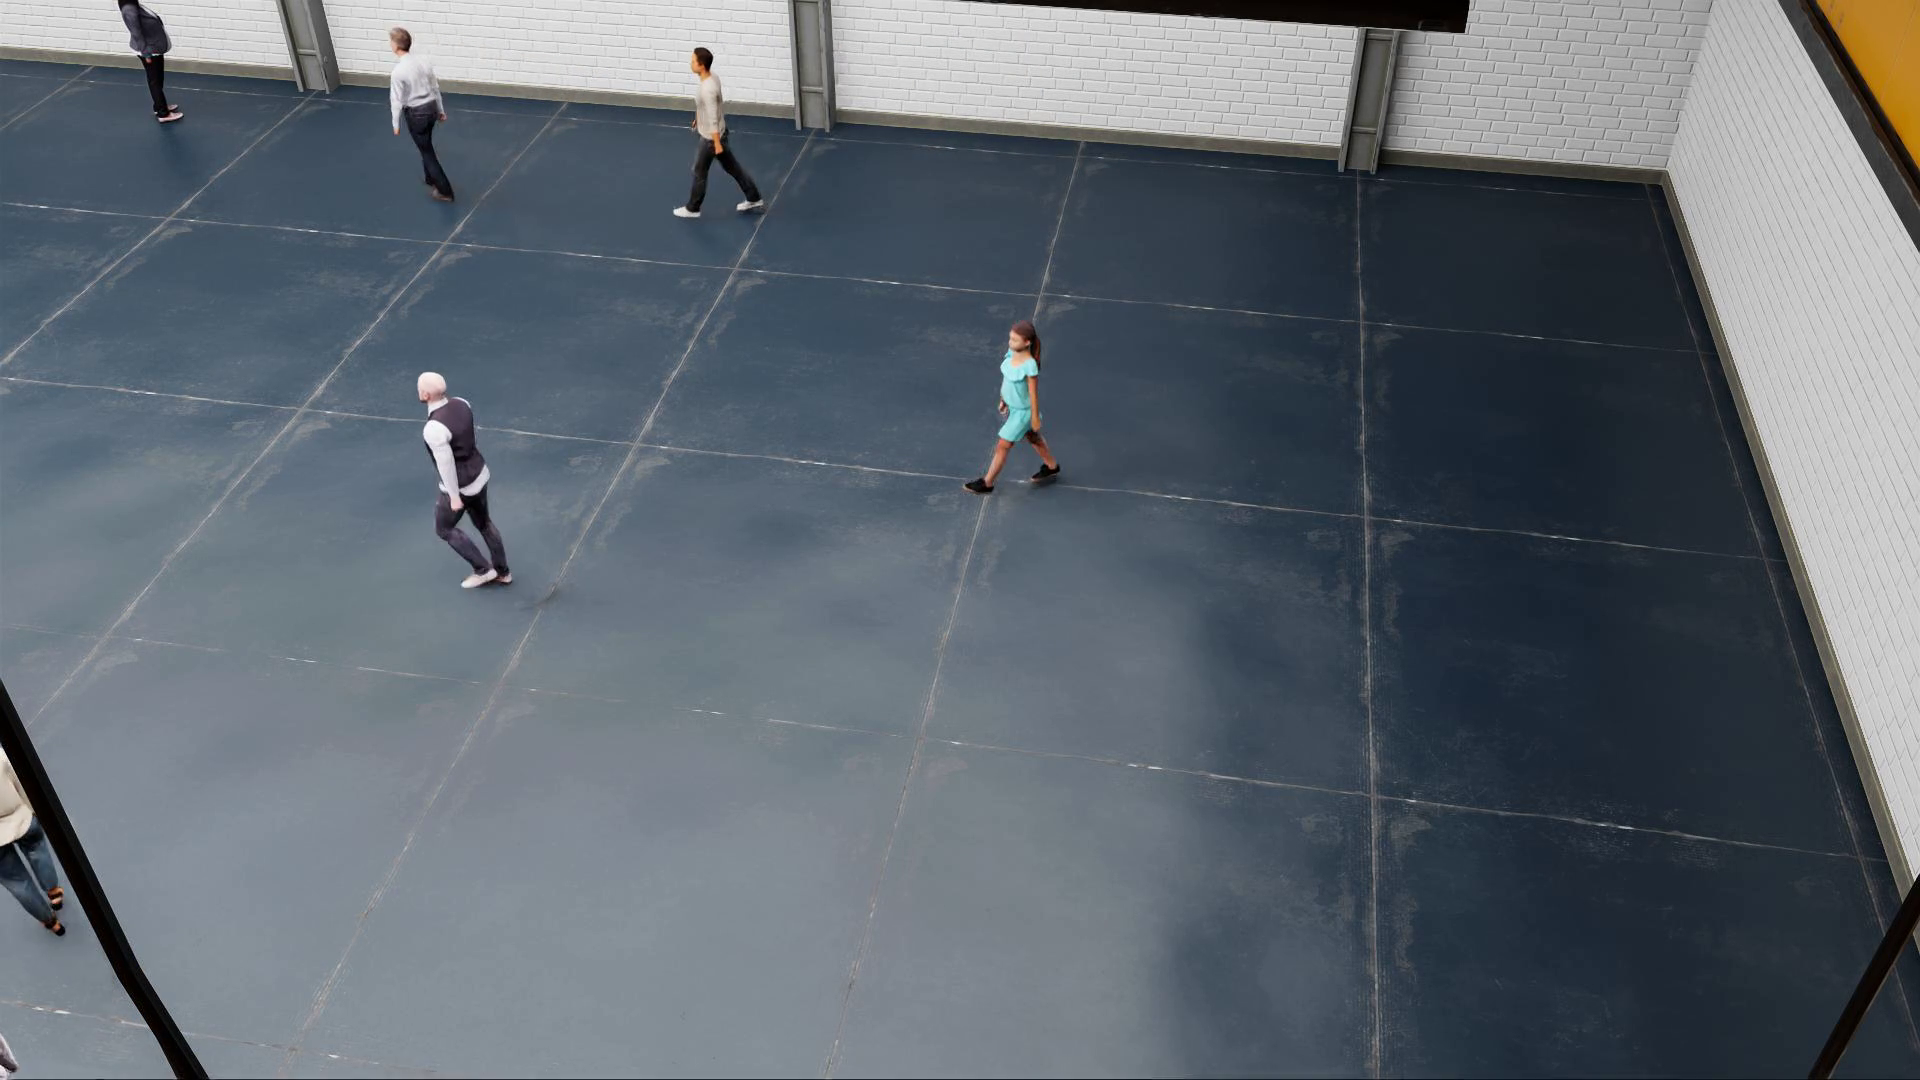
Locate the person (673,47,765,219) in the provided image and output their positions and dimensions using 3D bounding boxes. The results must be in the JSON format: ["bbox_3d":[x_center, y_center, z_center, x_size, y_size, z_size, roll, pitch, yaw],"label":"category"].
[{"bbox_3d":[-2.354,-4.028,16.523,1.207,1.767,0.836,-2,39,-2],"label":"person"}]

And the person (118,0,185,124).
[{"bbox_3d":[-9.016,-5.445,18.435,0.842,1.595,0.794,-19,42,-22],"label":"person"}]

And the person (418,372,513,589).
[{"bbox_3d":[-3.499,-0.377,11.929,0.644,1.795,0.697,7,39,8],"label":"person"}]

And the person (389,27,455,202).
[{"bbox_3d":[-5.381,-4.264,16.791,0.905,1.802,0.833,20,43,23],"label":"person"}]

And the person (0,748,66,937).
[{"bbox_3d":[-5.406,1.689,9.440,0.769,1.673,0.819,-28,46,-31],"label":"person"}]

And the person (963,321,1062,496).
[{"bbox_3d":[0.540,-1.031,12.970,1.133,1.518,0.904,-12,40,-15],"label":"person"}]
